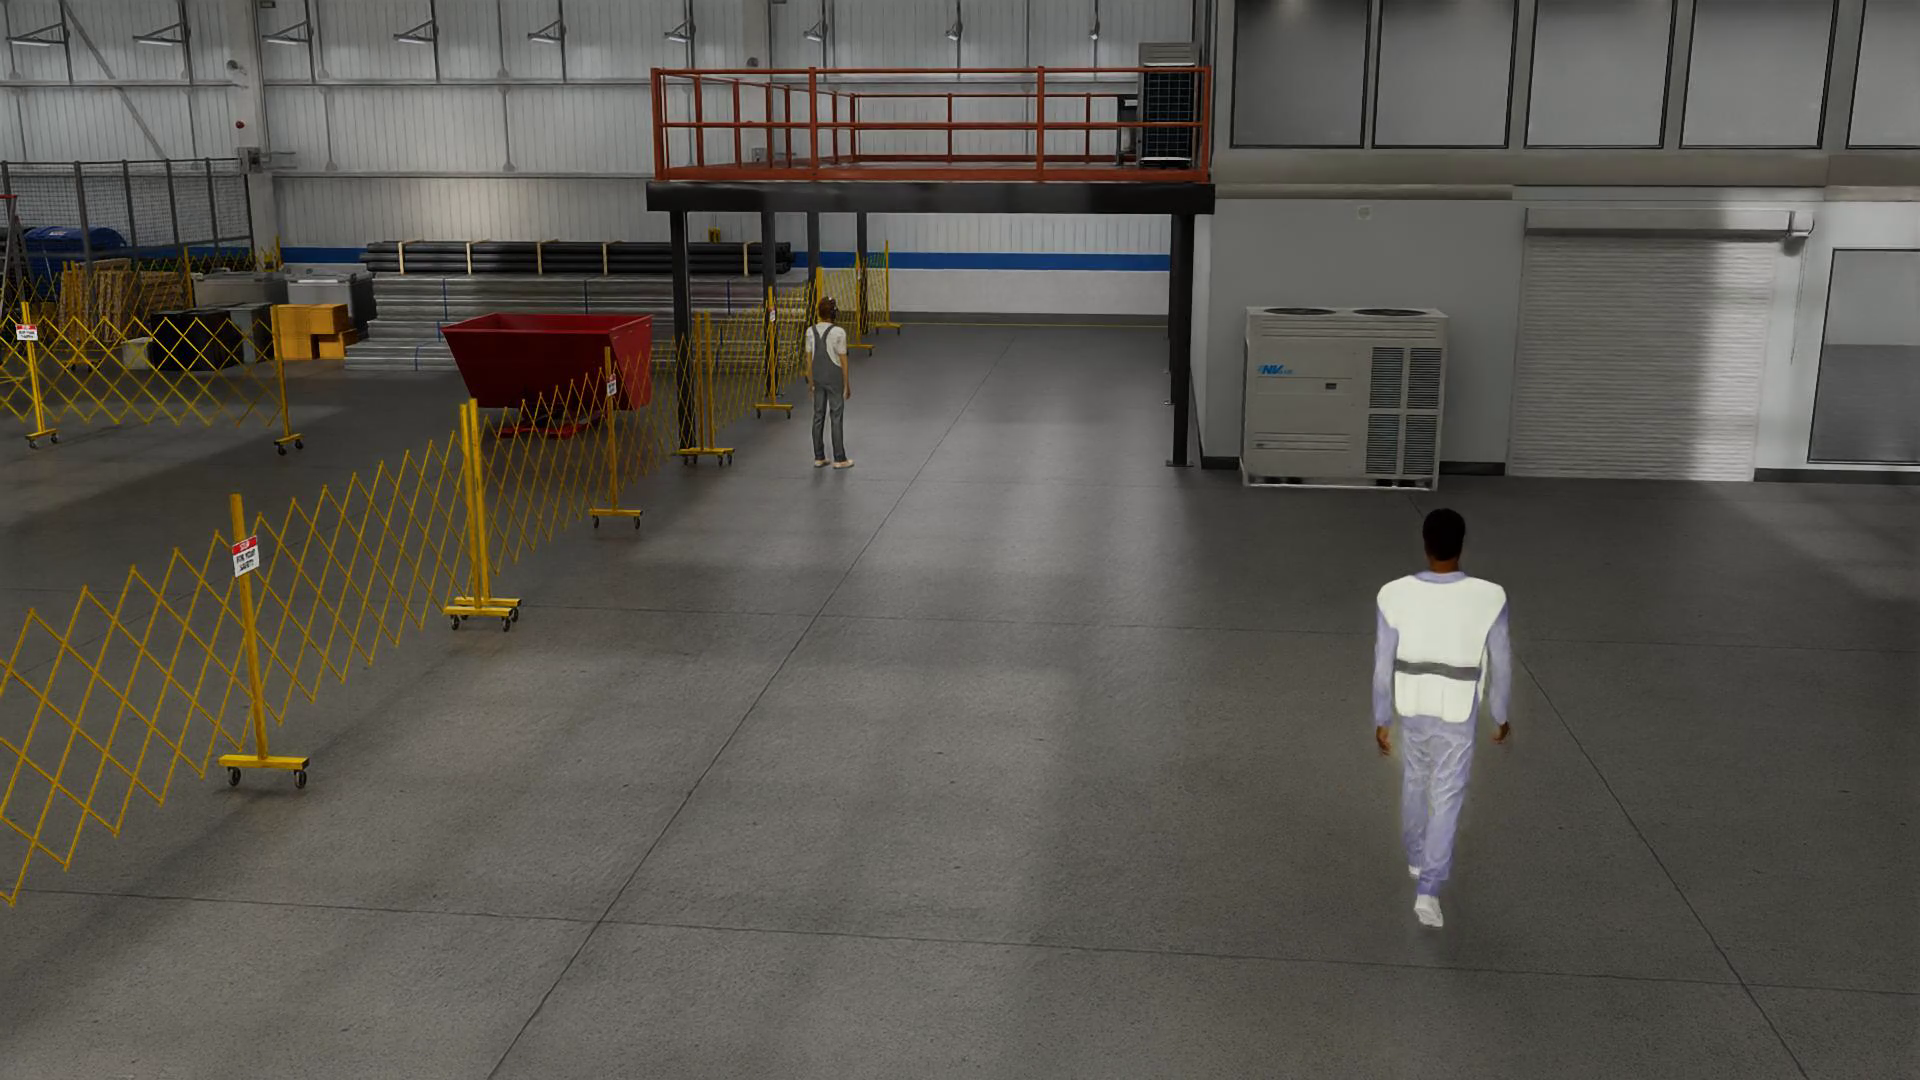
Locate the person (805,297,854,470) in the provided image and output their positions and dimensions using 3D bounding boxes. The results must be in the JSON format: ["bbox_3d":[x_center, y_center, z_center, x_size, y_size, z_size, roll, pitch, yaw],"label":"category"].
[{"bbox_3d":[-1.403,-1.674,17.788,0.504,1.847,0.344,7,15,26],"label":"person"}]

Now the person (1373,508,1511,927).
[{"bbox_3d":[2.192,0.790,7.657,0.600,1.883,0.951,7,15,26],"label":"person"}]
